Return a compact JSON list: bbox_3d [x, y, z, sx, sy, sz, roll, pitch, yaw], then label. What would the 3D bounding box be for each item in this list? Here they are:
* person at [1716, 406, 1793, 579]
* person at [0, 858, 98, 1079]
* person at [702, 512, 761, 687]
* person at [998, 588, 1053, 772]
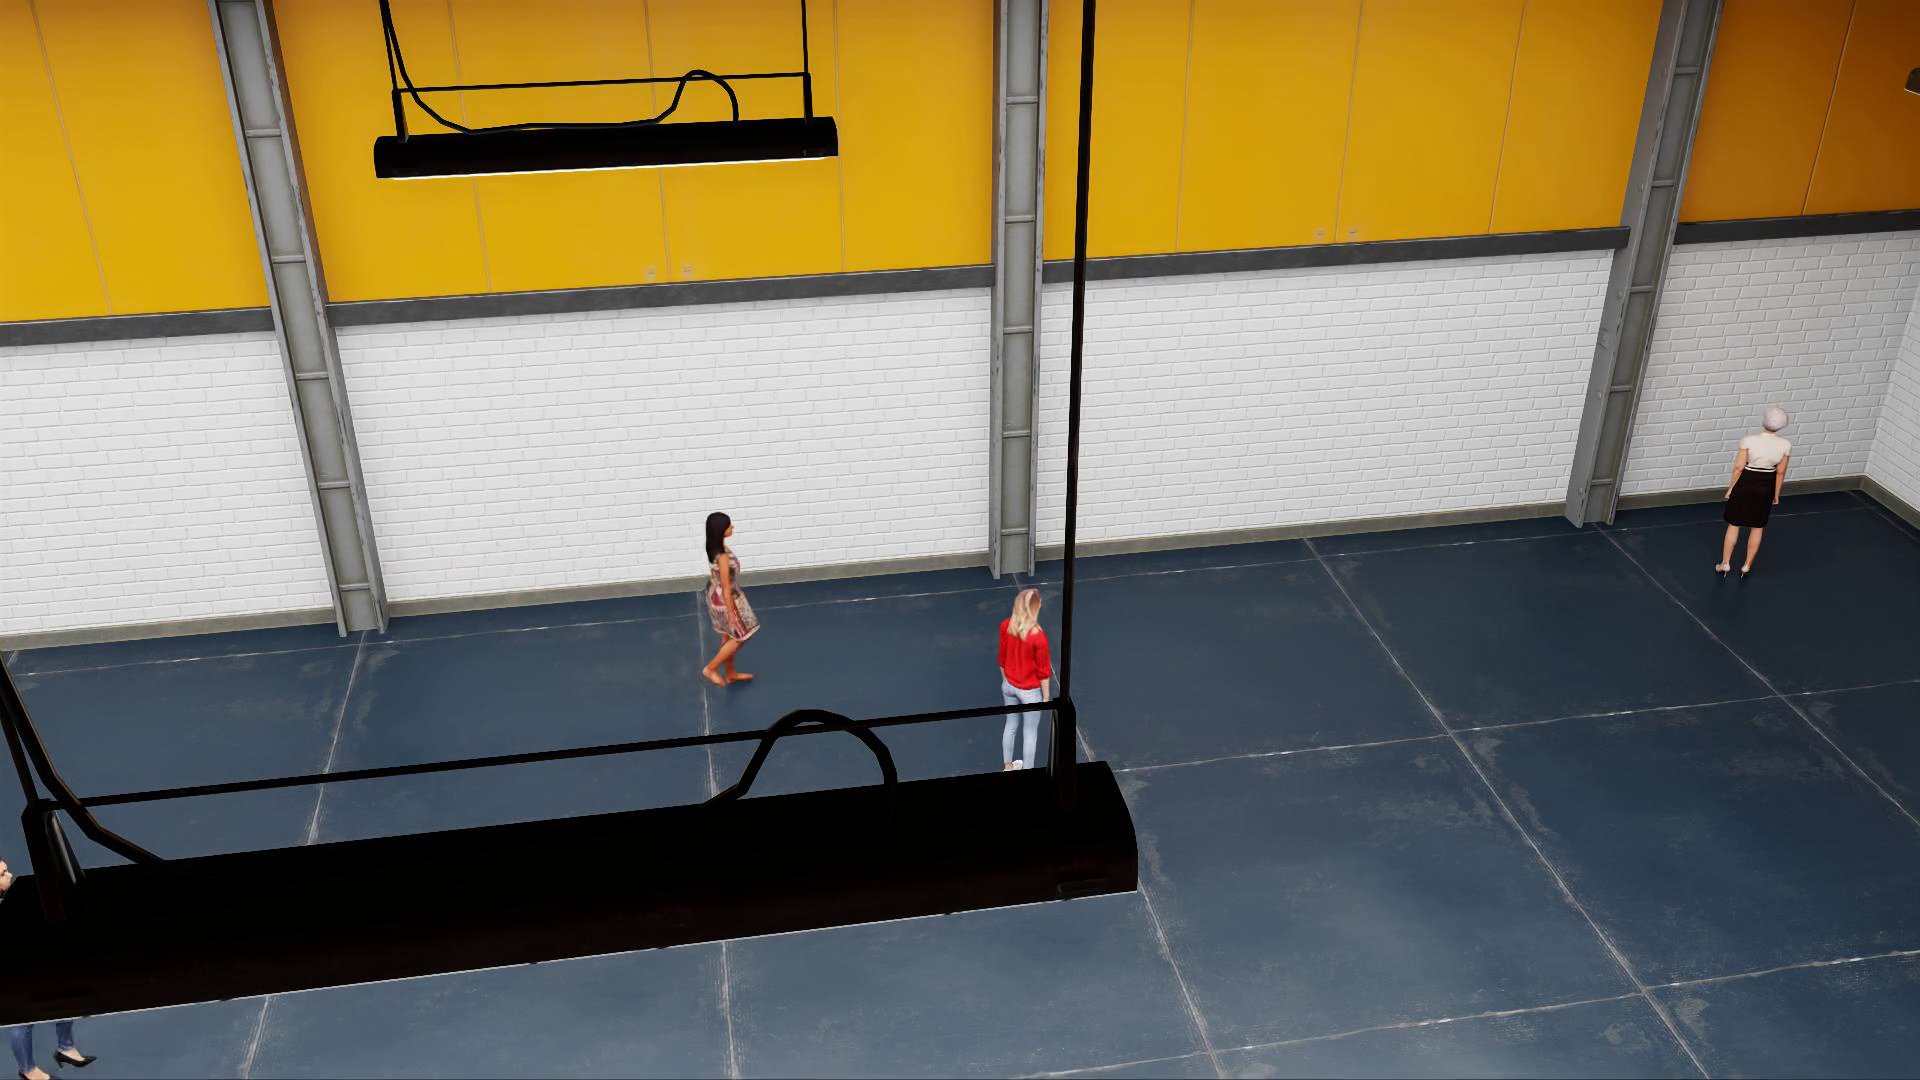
[{"bbox_3d":[7.412,-0.442,15.534,0.616,1.756,0.760,7,29,13],"label":"person"},{"bbox_3d":[-5.710,2.612,9.916,0.687,1.775,0.651,-9,30,-16],"label":"person"},{"bbox_3d":[-2.036,0.527,13.880,0.800,1.639,0.725,-10,30,-18],"label":"person"},{"bbox_3d":[0.484,1.128,12.714,0.675,1.701,0.719,21,35,33],"label":"person"}]
